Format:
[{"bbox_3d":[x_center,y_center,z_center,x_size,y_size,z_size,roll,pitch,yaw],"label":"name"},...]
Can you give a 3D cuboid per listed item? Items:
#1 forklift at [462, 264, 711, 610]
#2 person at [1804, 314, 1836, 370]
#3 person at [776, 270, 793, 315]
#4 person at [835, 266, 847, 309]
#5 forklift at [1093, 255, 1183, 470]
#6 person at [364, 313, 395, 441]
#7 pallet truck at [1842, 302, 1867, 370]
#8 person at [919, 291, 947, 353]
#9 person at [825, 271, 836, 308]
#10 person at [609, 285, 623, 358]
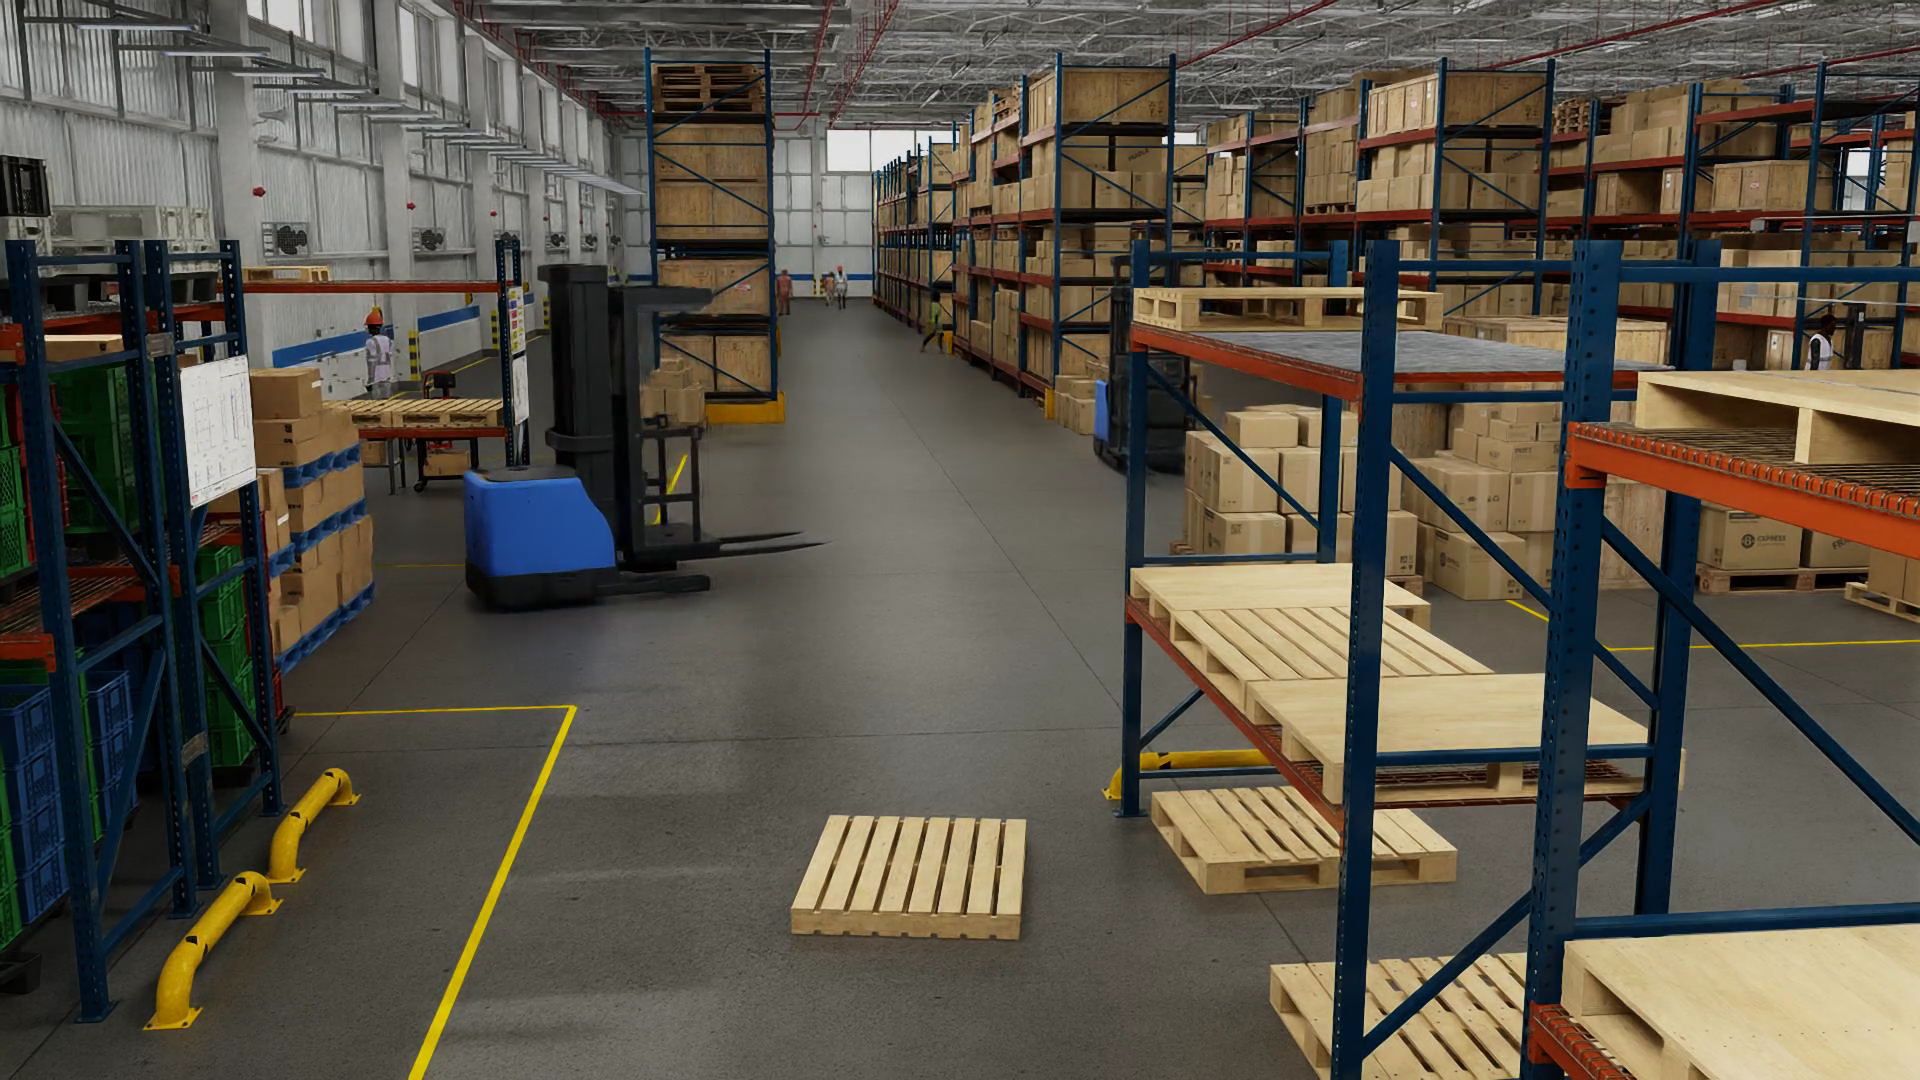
[{"bbox_3d":[-3.222,-0.934,14.107,1.873,2.768,1.129,-5,11,-26],"label":"forklift"},{"bbox_3d":[13.137,-2.494,25.451,0.397,1.911,0.587,10,14,44],"label":"person"},{"bbox_3d":[-7.106,-10.031,67.470,0.672,1.834,0.905,-1,10,-8],"label":"person"},{"bbox_3d":[-5.216,-11.085,73.024,0.560,1.916,0.691,0,10,1],"label":"person"},{"bbox_3d":[2.496,-2.452,22.521,1.129,2.768,1.873,-1,10,-6],"label":"forklift"},{"bbox_3d":[-8.814,-2.460,25.179,0.359,1.938,0.545,2,10,12],"label":"person"},{"bbox_3d":[15.846,-3.142,28.793,1.885,1.965,0.823,2,10,12],"label":"pallet truck"},{"bbox_3d":[-0.707,-5.831,44.596,0.727,1.674,0.538,-2,10,-9],"label":"person"},{"bbox_3d":[-5.800,-11.286,74.931,0.530,1.622,0.372,2,10,11],"label":"person"},{"bbox_3d":[-8.815,-5.602,42.754,0.664,1.884,0.671,-10,14,-43],"label":"person"}]
